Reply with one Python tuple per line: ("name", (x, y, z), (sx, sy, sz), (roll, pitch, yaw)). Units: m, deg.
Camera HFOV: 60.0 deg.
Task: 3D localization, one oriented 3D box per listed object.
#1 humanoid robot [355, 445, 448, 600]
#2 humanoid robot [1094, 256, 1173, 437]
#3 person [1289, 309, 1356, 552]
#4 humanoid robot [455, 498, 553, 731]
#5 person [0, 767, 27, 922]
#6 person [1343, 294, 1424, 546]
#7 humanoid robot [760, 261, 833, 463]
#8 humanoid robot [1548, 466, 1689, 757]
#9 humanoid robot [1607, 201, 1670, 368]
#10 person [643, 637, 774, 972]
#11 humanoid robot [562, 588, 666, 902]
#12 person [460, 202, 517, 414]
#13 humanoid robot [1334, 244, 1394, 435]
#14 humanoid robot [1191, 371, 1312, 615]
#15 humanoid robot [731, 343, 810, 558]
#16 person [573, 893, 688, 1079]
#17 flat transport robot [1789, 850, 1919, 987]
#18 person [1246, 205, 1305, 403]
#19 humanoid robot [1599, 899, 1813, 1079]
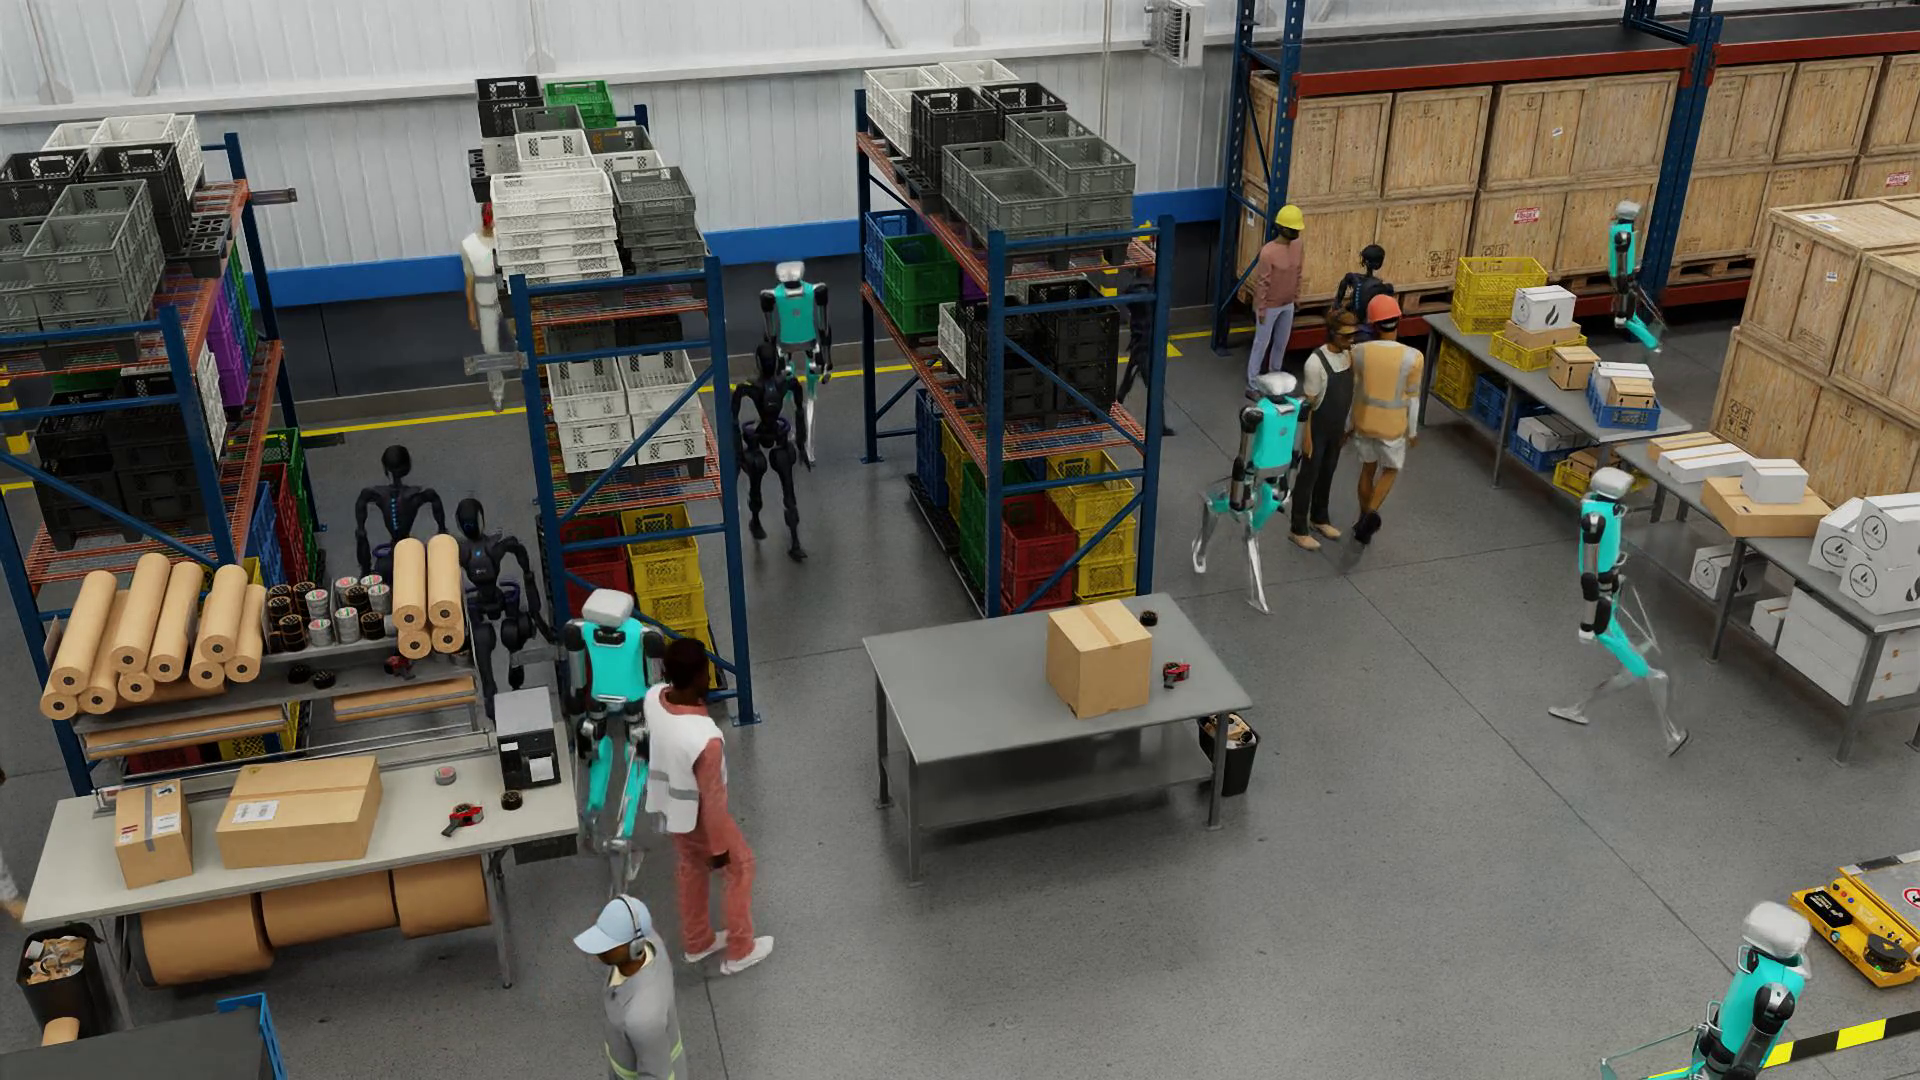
("humanoid robot", (-3.480, 0.186, 10.411), (0.615, 1.620, 0.736), (-3, 29, -5))
("humanoid robot", (1.440, -1.603, 13.643), (0.715, 1.627, 0.621), (-2, 29, -4))
("person", (2.630, -0.800, 11.986), (0.500, 1.841, 0.340), (-23, 36, -36))
("humanoid robot", (-2.744, 0.485, 9.871), (0.607, 1.625, 0.790), (-8, 30, -14))
("person", (-5.109, 1.222, 8.305), (0.429, 1.841, 0.632), (20, 35, 32))
("person", (2.999, -0.814, 11.956), (0.571, 1.891, 0.587), (16, 32, 26))
("humanoid robot", (-1.318, -1.422, 13.317), (0.555, 1.870, 0.836), (-6, 29, -11))
("humanoid robot", (4.047, 0.462, 9.813), (0.969, 1.766, 0.556), (16, 32, 26))
("humanoid robot", (5.853, -2.018, 14.324), (0.787, 1.778, 0.548), (8, 30, 14))
("person", (-1.230, 1.290, 8.116), (0.560, 1.899, 0.602), (-24, 37, -36))
("humanoid robot", (-1.808, 1.208, 8.474), (0.546, 1.795, 0.911), (3, 29, 6))
("person", (-3.969, -2.053, 14.298), (0.589, 1.826, 0.625), (-16, 32, -26))
("humanoid robot", (3.285, -1.619, 13.649), (0.465, 1.646, 0.599), (-25, 37, -38))
("humanoid robot", (1.909, -0.428, 11.445), (0.531, 1.781, 0.983), (-14, 32, -24))
("humanoid robot", (-1.370, -0.656, 11.934), (0.584, 1.620, 0.778), (-12, 31, -20))
("person", (-1.268, 2.146, 6.611), (0.365, 1.852, 0.596), (-7, 30, -13))
("flat transport robot", (5.163, 1.916, 8.676), (1.431, 0.231, 0.659), (-8, 30, -14))
("person", (2.747, -2.027, 14.304), (0.526, 1.759, 0.337), (-20, 35, -32))
("humanoid robot", (2.862, 2.101, 6.680), (0.735, 1.673, 0.533), (12, 31, 21))
